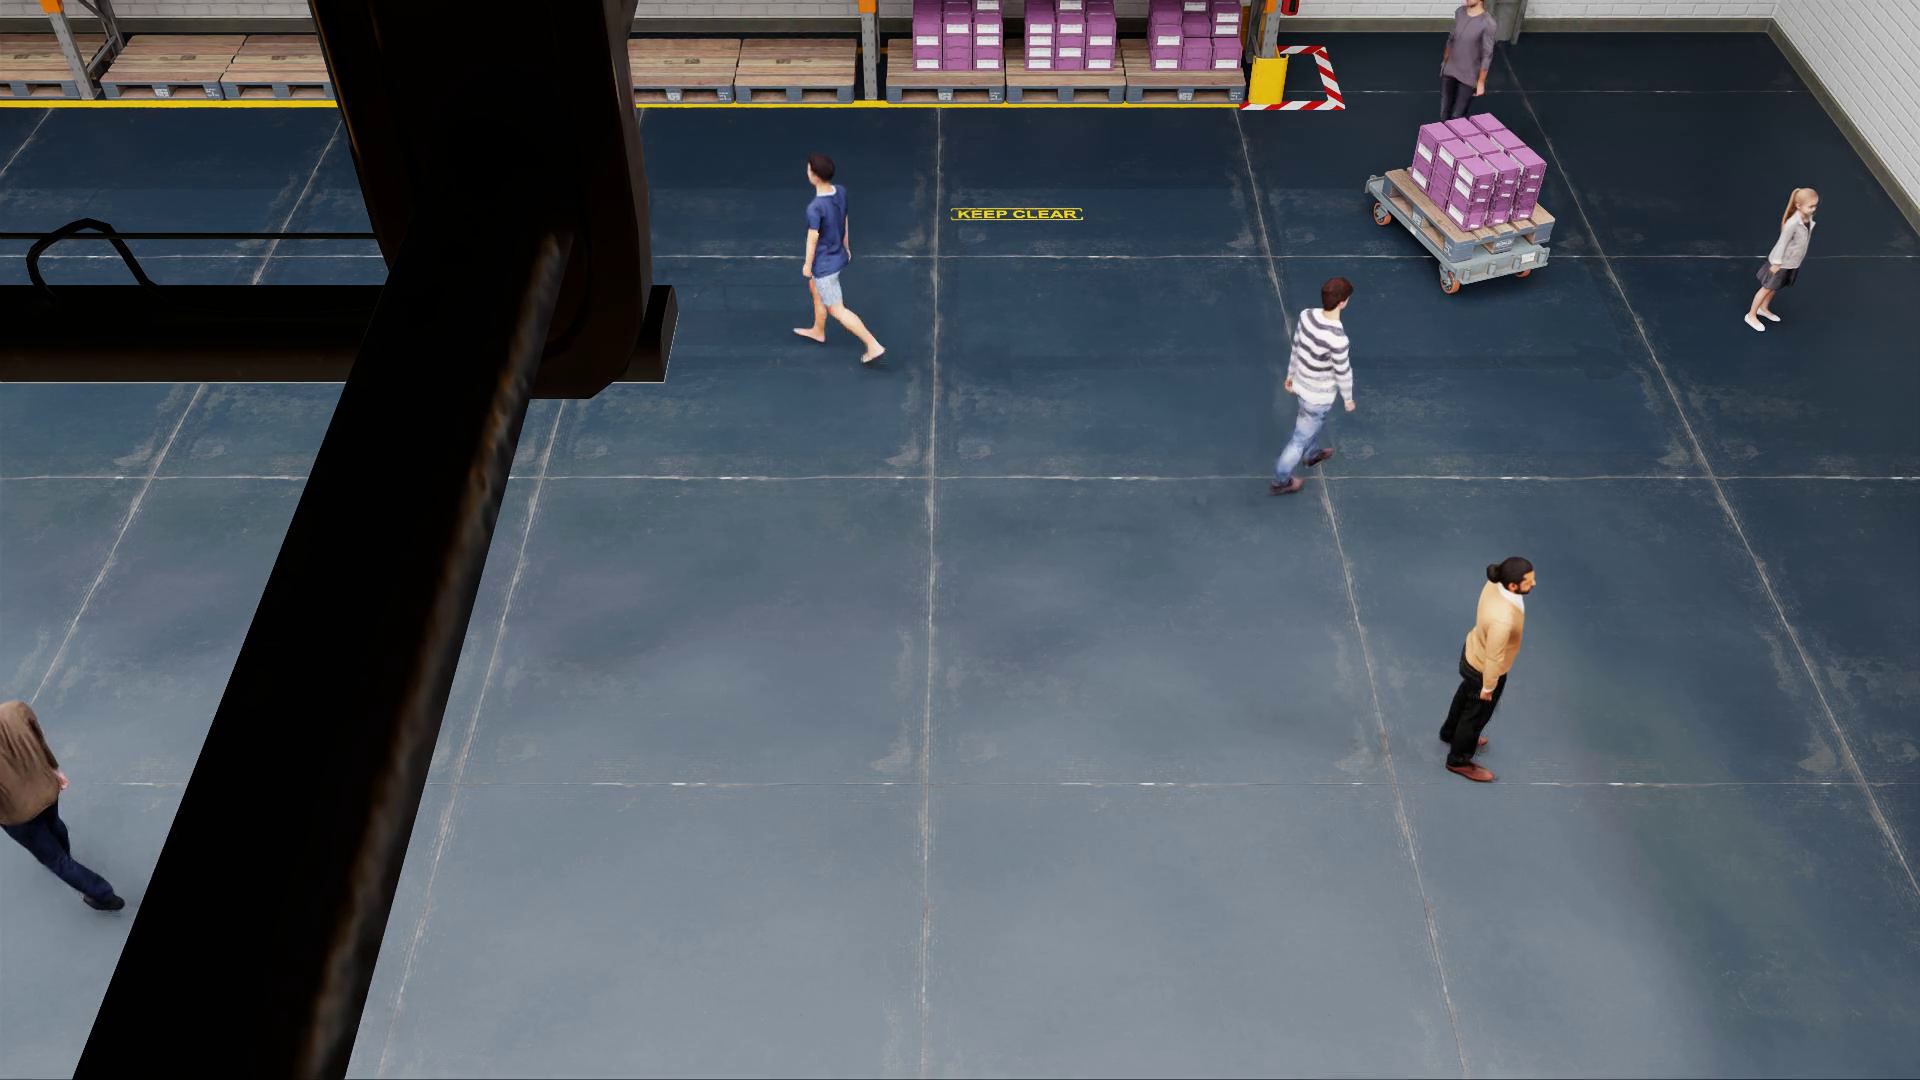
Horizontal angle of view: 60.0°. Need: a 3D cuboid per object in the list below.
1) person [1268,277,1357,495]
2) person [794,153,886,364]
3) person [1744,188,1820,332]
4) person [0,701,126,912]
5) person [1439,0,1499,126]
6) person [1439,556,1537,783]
[{"bbox_3d":[2.485,-1.061,12.057,0.994,1.823,0.840,-14,45,-14],"label":"person"},{"bbox_3d":[-0.974,-2.197,13.255,1.217,1.816,0.934,18,46,18],"label":"person"},{"bbox_3d":[6.852,-2.350,13.808,0.594,1.275,0.666,-27,50,-26],"label":"person"},{"bbox_3d":[-5.218,1.481,9.362,1.130,1.860,0.911,16,46,16],"label":"person"},{"bbox_3d":[4.758,-4.362,15.510,0.947,1.841,0.885,-22,48,-21],"label":"person"},{"bbox_3d":[3.219,0.743,10.213,0.679,1.755,0.711,8,44,9],"label":"person"}]
